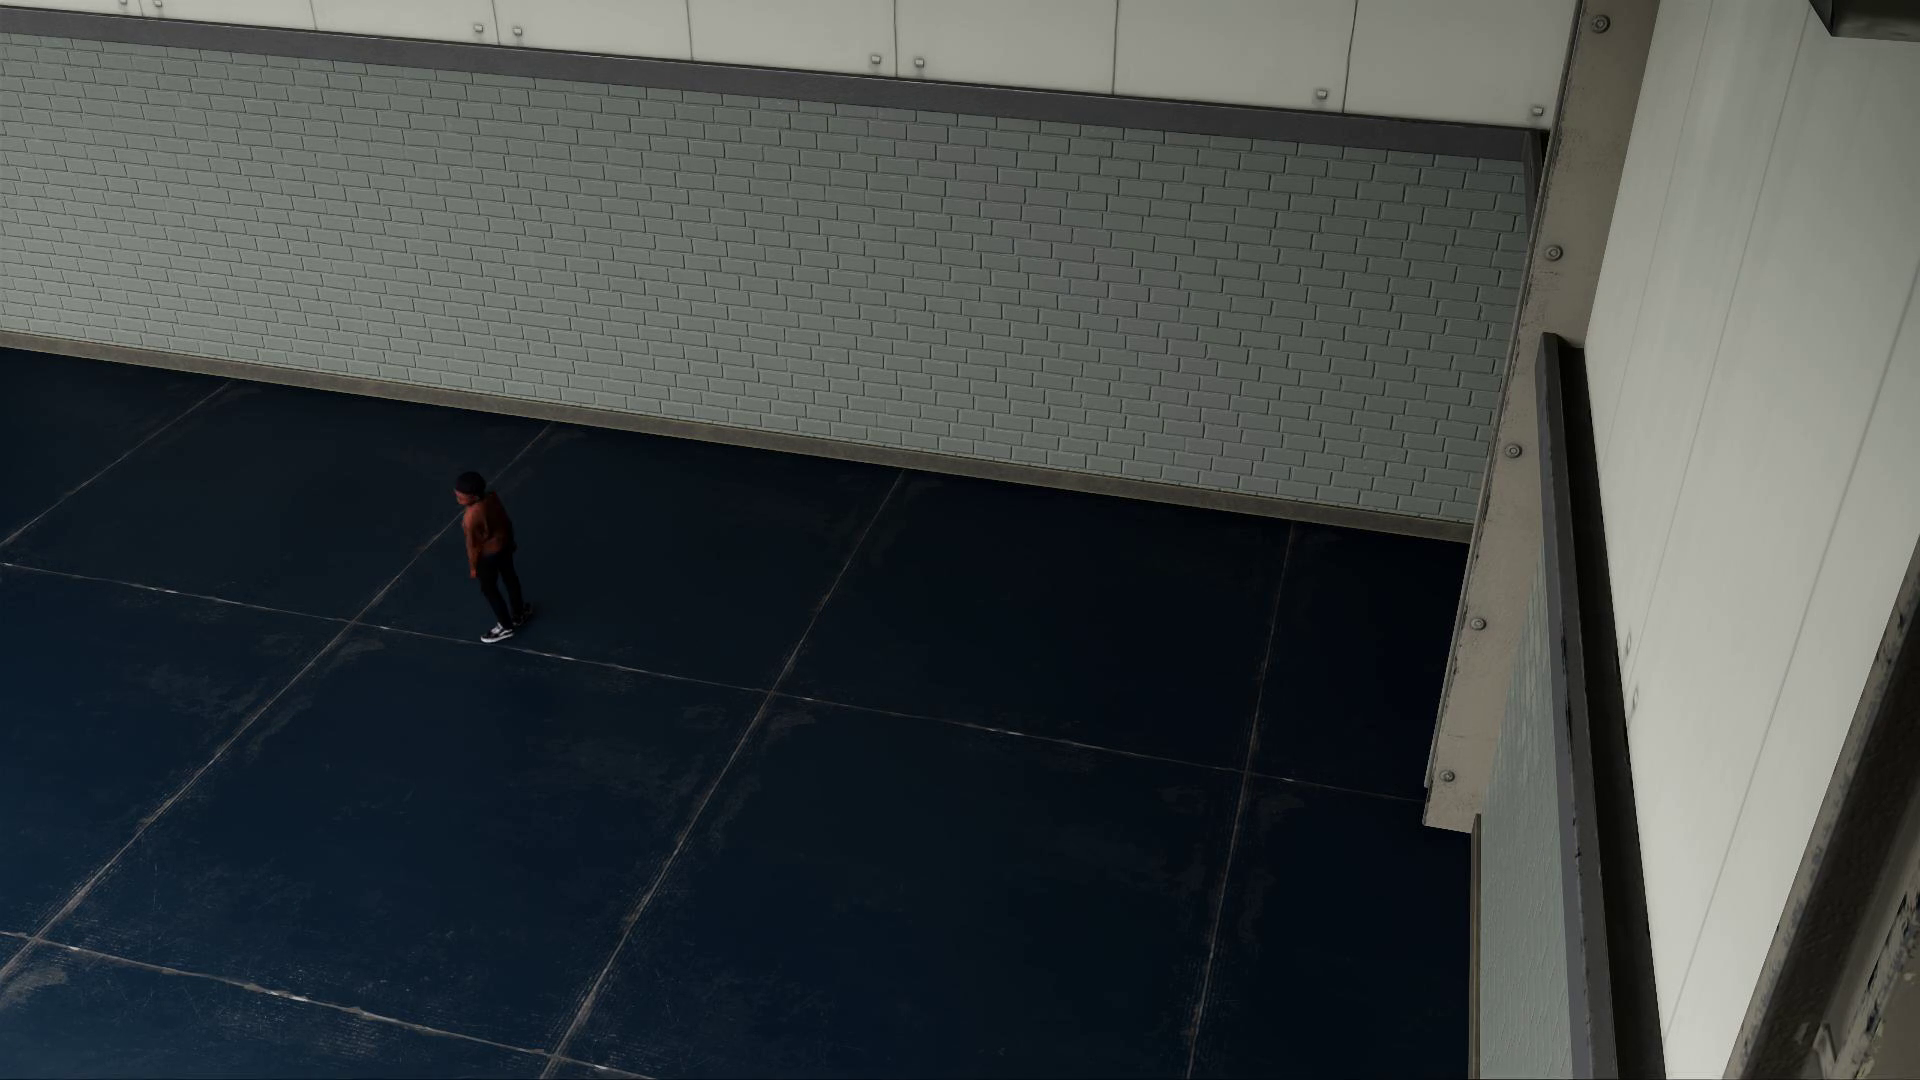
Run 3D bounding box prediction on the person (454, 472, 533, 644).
[{"bbox_3d":[-3.003,0.054,10.819,0.714,1.237,0.448,20,38,29],"label":"person"}]
